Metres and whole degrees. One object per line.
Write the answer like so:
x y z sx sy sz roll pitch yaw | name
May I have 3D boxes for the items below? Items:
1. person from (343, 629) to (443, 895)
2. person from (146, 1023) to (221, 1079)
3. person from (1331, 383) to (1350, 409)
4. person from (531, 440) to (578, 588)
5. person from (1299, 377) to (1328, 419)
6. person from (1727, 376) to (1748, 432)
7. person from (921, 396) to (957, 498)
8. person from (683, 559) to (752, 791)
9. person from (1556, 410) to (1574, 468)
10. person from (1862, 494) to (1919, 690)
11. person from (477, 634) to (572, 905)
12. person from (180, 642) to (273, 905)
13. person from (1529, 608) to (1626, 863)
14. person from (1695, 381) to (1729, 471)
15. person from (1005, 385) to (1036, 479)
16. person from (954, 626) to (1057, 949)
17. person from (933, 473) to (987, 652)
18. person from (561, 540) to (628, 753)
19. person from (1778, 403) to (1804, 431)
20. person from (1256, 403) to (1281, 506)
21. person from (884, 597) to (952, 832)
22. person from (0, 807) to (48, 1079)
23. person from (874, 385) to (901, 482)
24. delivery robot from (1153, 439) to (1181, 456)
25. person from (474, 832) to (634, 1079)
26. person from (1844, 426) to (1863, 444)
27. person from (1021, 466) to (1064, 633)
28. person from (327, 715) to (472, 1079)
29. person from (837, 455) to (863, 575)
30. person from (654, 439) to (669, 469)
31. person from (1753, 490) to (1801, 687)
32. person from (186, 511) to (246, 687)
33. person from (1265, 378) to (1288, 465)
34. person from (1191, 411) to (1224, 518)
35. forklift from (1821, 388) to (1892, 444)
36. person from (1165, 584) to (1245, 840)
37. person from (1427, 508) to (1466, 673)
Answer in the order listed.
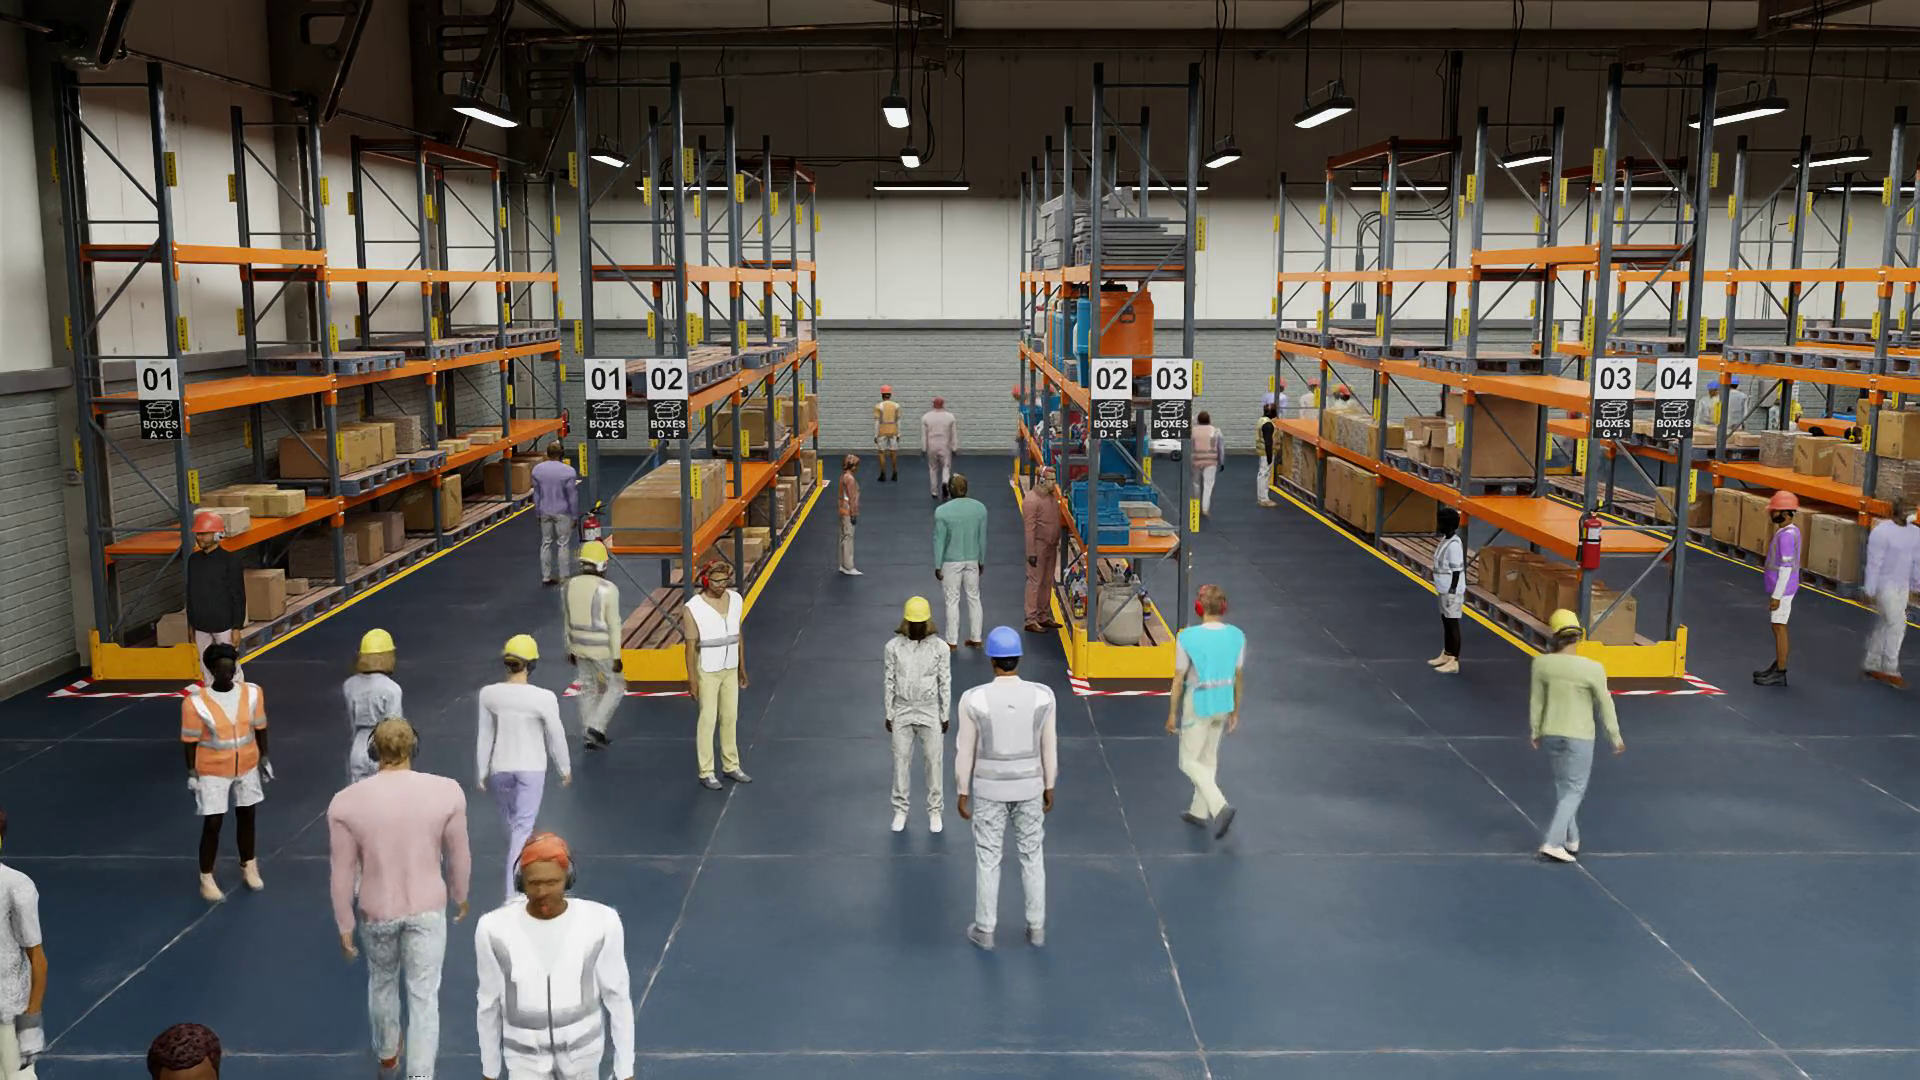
-3.788 1.428 11.002 0.489 1.710 0.798 3 9 19 | person
-2.175 2.293 4.788 0.590 1.919 0.392 -6 11 -34 | person
7.827 -2.285 34.275 0.431 1.900 0.614 1 9 6 | person
-5.256 -0.330 21.641 0.623 1.932 0.367 2 9 12 | person
7.565 -2.504 35.533 0.632 1.964 0.895 0 9 3 | person
16.629 -2.549 35.838 0.609 1.946 0.405 0 9 3 | person
-0.391 -1.692 30.521 0.659 1.893 0.564 0 9 -1 | person
-1.927 1.047 13.091 0.407 1.830 0.576 7 11 40 | person
12.174 -2.068 33.443 0.511 1.725 0.579 3 9 18 | person
9.228 0.503 16.289 0.653 1.912 0.748 -5 10 -27 | person
-2.785 1.453 10.773 0.555 1.724 0.854 2 9 12 | person
-4.733 1.481 10.753 0.325 1.686 0.541 8 12 42 | person
4.203 1.348 11.431 0.531 1.742 0.623 -8 12 -41 | person
15.912 -2.421 35.175 0.980 1.904 0.633 -7 11 -39 | person
1.428 -2.168 33.470 0.963 1.939 0.641 -1 9 -8 | person
0.273 1.479 10.001 0.624 1.934 0.438 -2 9 -10 | person
0.000 0.244 17.946 0.631 1.932 0.370 -4 10 -26 | person
-3.072 0.905 14.025 0.616 1.815 0.422 5 10 29 | person
14.786 -1.523 29.640 0.403 1.823 0.586 1 9 7 | person
5.481 -1.525 29.595 0.429 1.842 0.629 0 9 3 | person
-0.306 1.259 12.032 0.486 1.738 0.321 1 9 6 | person
-4.025 1.984 6.933 0.532 1.871 0.321 4 10 25 | person
-1.460 -2.130 33.185 0.551 1.932 0.378 -3 9 -21 | person
4.676 -2.089 37.045 0.707 0.478 0.477 4 10 26 | delivery robot
-1.564 2.065 6.445 0.602 1.848 0.875 -2 9 -12 | person
13.037 -0.731 24.383 0.328 1.876 0.513 5 10 30 | person
0.959 0.102 18.963 0.402 1.900 0.641 5 10 31 | person
-2.714 1.775 8.146 0.635 1.901 0.923 -2 9 -14 | person
-1.512 -0.343 22.638 0.314 1.640 0.515 -2 9 -14 | person
-5.776 -1.979 32.273 0.380 1.917 0.586 1 9 5 | person
8.074 0.476 16.403 0.350 1.941 0.545 4 10 26 | person
-6.511 0.738 14.536 0.614 1.997 0.374 3 9 21 | person
6.862 -2.564 36.137 0.547 1.895 0.663 7 11 37 | person
4.134 -1.281 28.184 0.634 1.801 0.956 3 9 17 | person
20.072 -3.110 36.462 1.873 2.768 1.129 0 9 0 | forklift
1.788 1.227 11.925 0.582 1.826 0.706 -5 10 -29 | person
4.983 0.513 16.961 0.322 1.692 0.533 1 9 6 | person
